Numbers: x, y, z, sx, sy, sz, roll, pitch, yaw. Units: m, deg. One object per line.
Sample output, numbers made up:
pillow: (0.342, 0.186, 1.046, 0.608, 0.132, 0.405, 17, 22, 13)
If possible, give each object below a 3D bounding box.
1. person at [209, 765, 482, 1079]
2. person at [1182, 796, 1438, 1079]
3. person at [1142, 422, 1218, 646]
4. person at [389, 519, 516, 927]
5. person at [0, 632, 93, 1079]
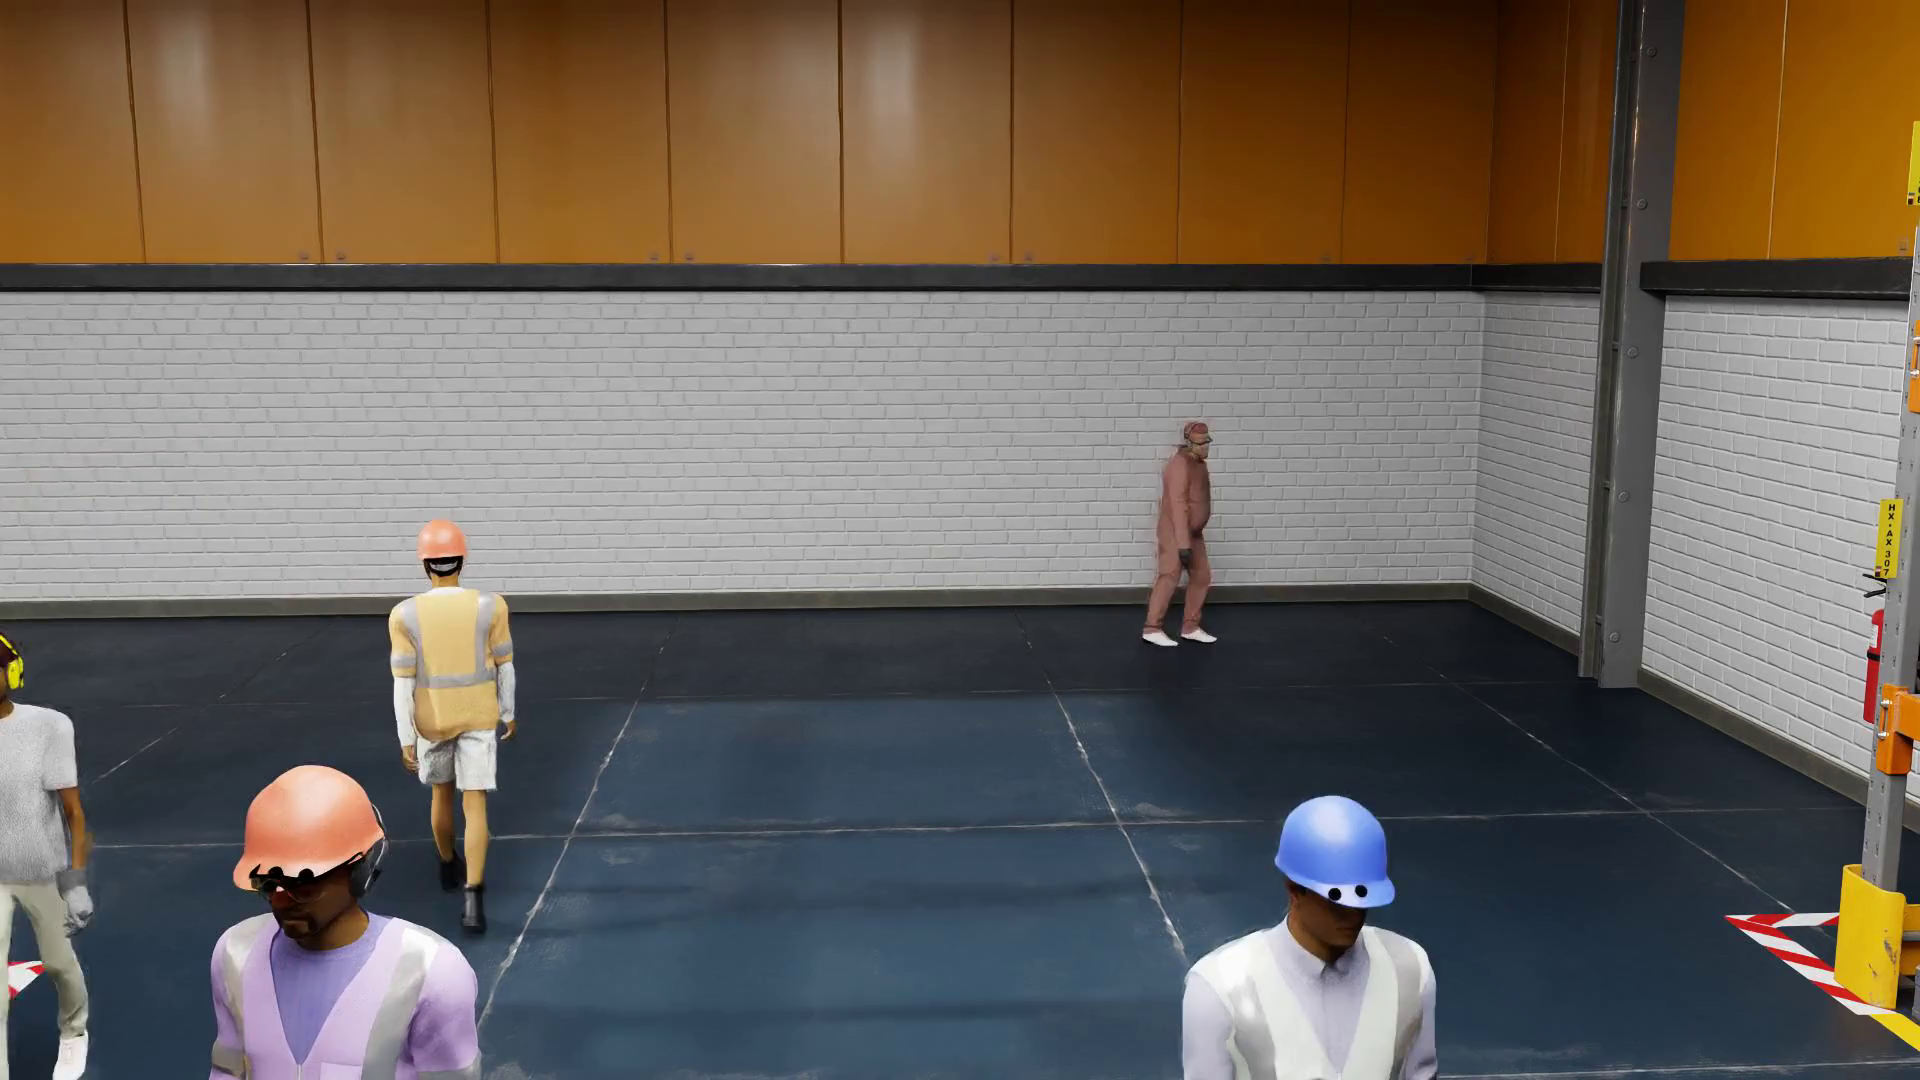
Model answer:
person: (-1.316, 1.463, 3.523, 0.614, 2.040, 0.378, 2, 9, 12)
person: (0.773, 1.492, 3.667, 0.632, 1.935, 0.594, -2, 9, -11)
person: (1.806, -0.035, 13.492, 0.714, 1.865, 0.664, 5, 10, 27)
person: (-2.390, 0.851, 7.875, 0.550, 1.896, 0.980, -2, 9, -12)
person: (-3.346, 1.195, 5.928, 0.539, 1.826, 0.985, -2, 9, -12)
